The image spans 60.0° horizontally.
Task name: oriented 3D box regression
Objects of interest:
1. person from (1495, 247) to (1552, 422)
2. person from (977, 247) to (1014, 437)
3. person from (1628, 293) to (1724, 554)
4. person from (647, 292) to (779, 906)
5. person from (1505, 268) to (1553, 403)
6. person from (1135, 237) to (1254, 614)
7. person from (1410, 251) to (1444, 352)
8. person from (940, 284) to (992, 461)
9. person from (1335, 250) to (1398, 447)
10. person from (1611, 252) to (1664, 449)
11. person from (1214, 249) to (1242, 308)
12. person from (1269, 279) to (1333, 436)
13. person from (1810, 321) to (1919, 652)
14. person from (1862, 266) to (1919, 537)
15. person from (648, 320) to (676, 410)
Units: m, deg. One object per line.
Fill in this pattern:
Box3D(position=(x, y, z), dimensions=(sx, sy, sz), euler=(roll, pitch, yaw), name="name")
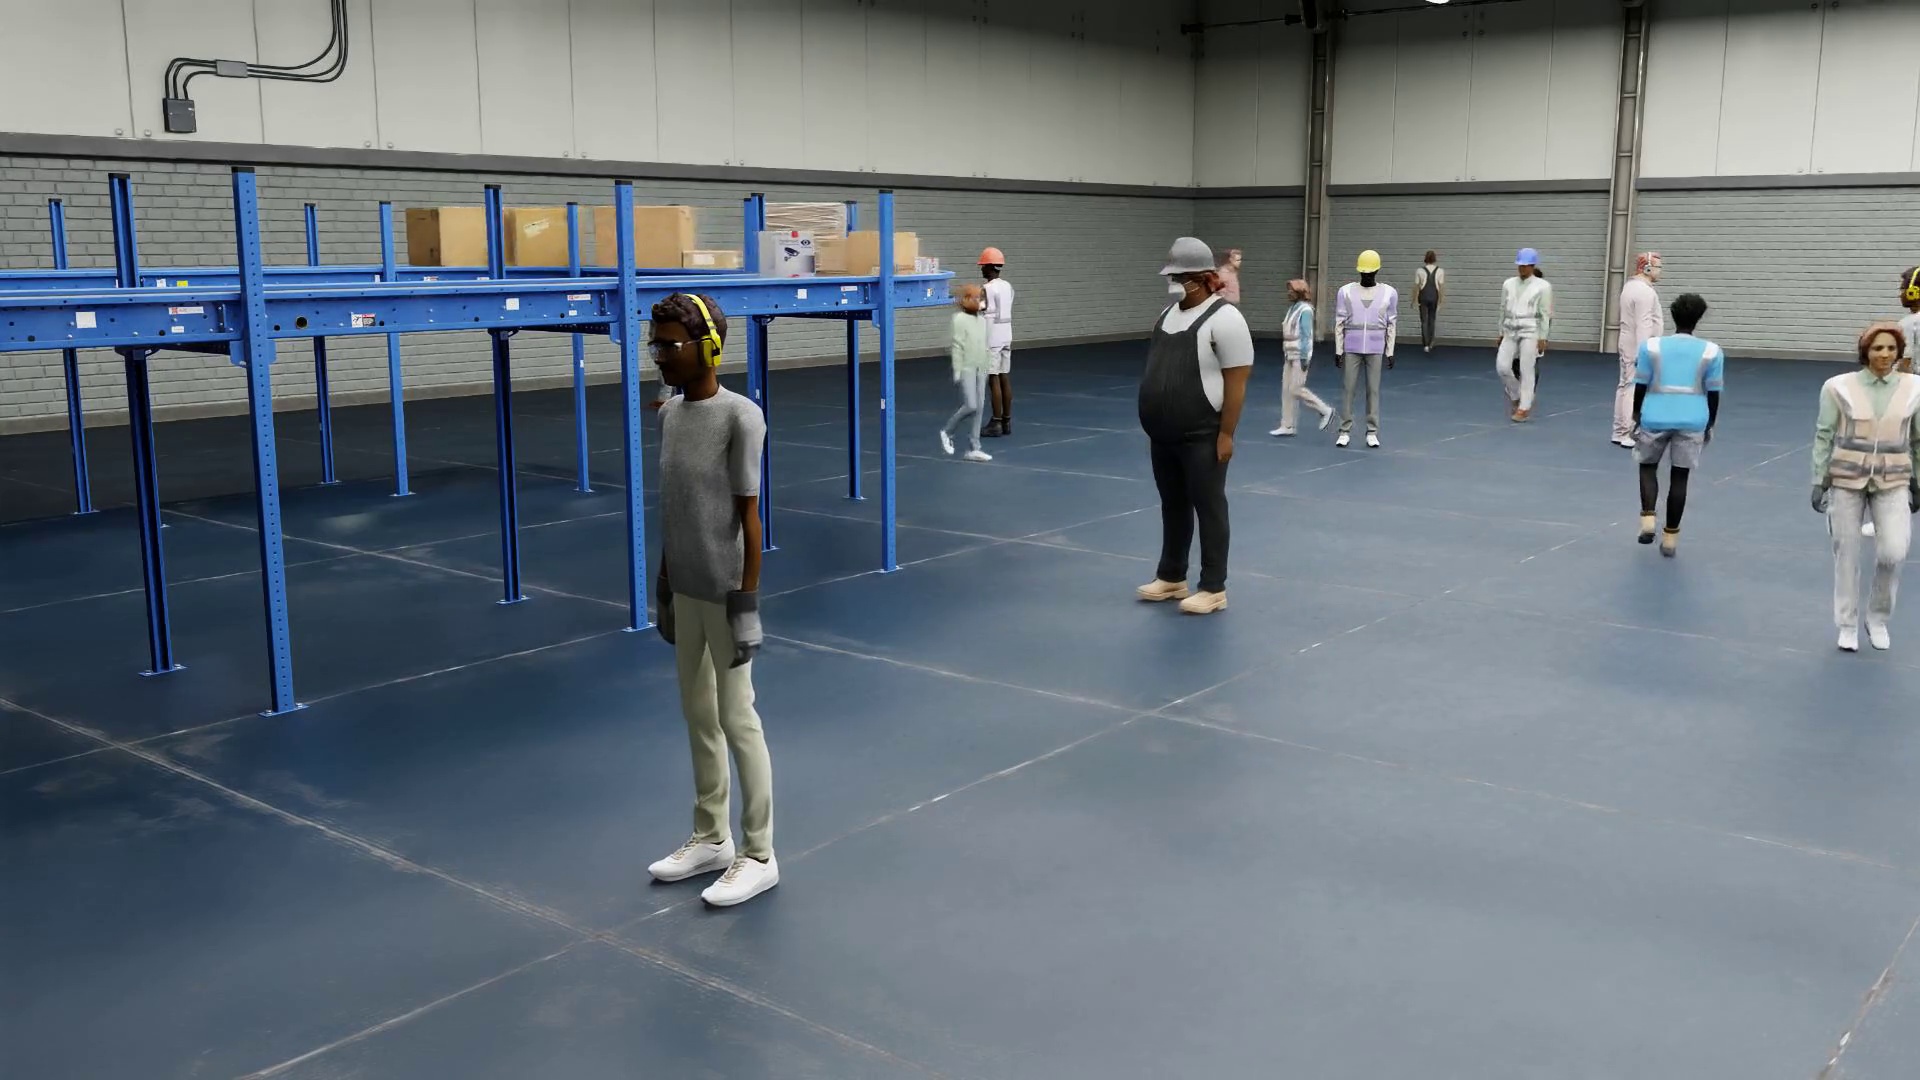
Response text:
Box3D(position=(6.282, -2.292, 18.590), dimensions=(0.434, 1.931, 0.629), euler=(-8, 13, -39), name="person")
Box3D(position=(0.342, -2.053, 17.259), dimensions=(0.375, 1.939, 0.546), euler=(6, 12, 29), name="person")
Box3D(position=(4.625, -0.754, 10.759), dimensions=(0.549, 1.678, 0.376), euler=(4, 11, 21), name="person")
Box3D(position=(-0.776, 0.179, 5.124), dimensions=(0.312, 1.860, 0.514), euler=(-10, 14, -44), name="person")
Box3D(position=(7.136, -2.571, 20.878), dimensions=(0.555, 1.653, 0.824), euler=(1, 10, 5), name="person")
Box3D(position=(1.230, -0.612, 9.109), dimensions=(0.536, 2.000, 0.688), euler=(-6, 12, -31), name="person")
Box3D(position=(8.519, -4.356, 30.390), dimensions=(0.531, 1.802, 0.912), euler=(0, 10, 3), name="person")
Box3D(position=(0.077, -1.543, 15.294), dimensions=(0.411, 1.620, 0.522), euler=(7, 13, 36), name="person")
Box3D(position=(3.974, -1.874, 16.327), dimensions=(0.585, 1.916, 0.389), euler=(2, 10, 13), name="person")
Box3D(position=(6.675, -1.861, 16.318), dimensions=(0.398, 1.901, 0.683), euler=(2, 10, 8), name="person")
Box3D(position=(4.036, -3.466, 25.281), dimensions=(0.488, 1.877, 0.654), euler=(4, 11, 23), name="person")
Box3D(position=(3.540, -1.880, 17.181), dimensions=(0.552, 1.625, 0.523), euler=(-2, 10, -9), name="person")
Box3D(position=(4.441, -0.251, 8.136), dimensions=(0.531, 1.621, 0.408), euler=(4, 11, 22), name="person")
Box3D(position=(6.494, -0.905, 11.187), dimensions=(0.515, 1.849, 0.714), euler=(-7, 12, -33), name="person")
Box3D(position=(-3.469, -2.476, 19.739), dimensions=(0.793, 1.907, 0.349), euler=(6, 12, 30), name="person")
